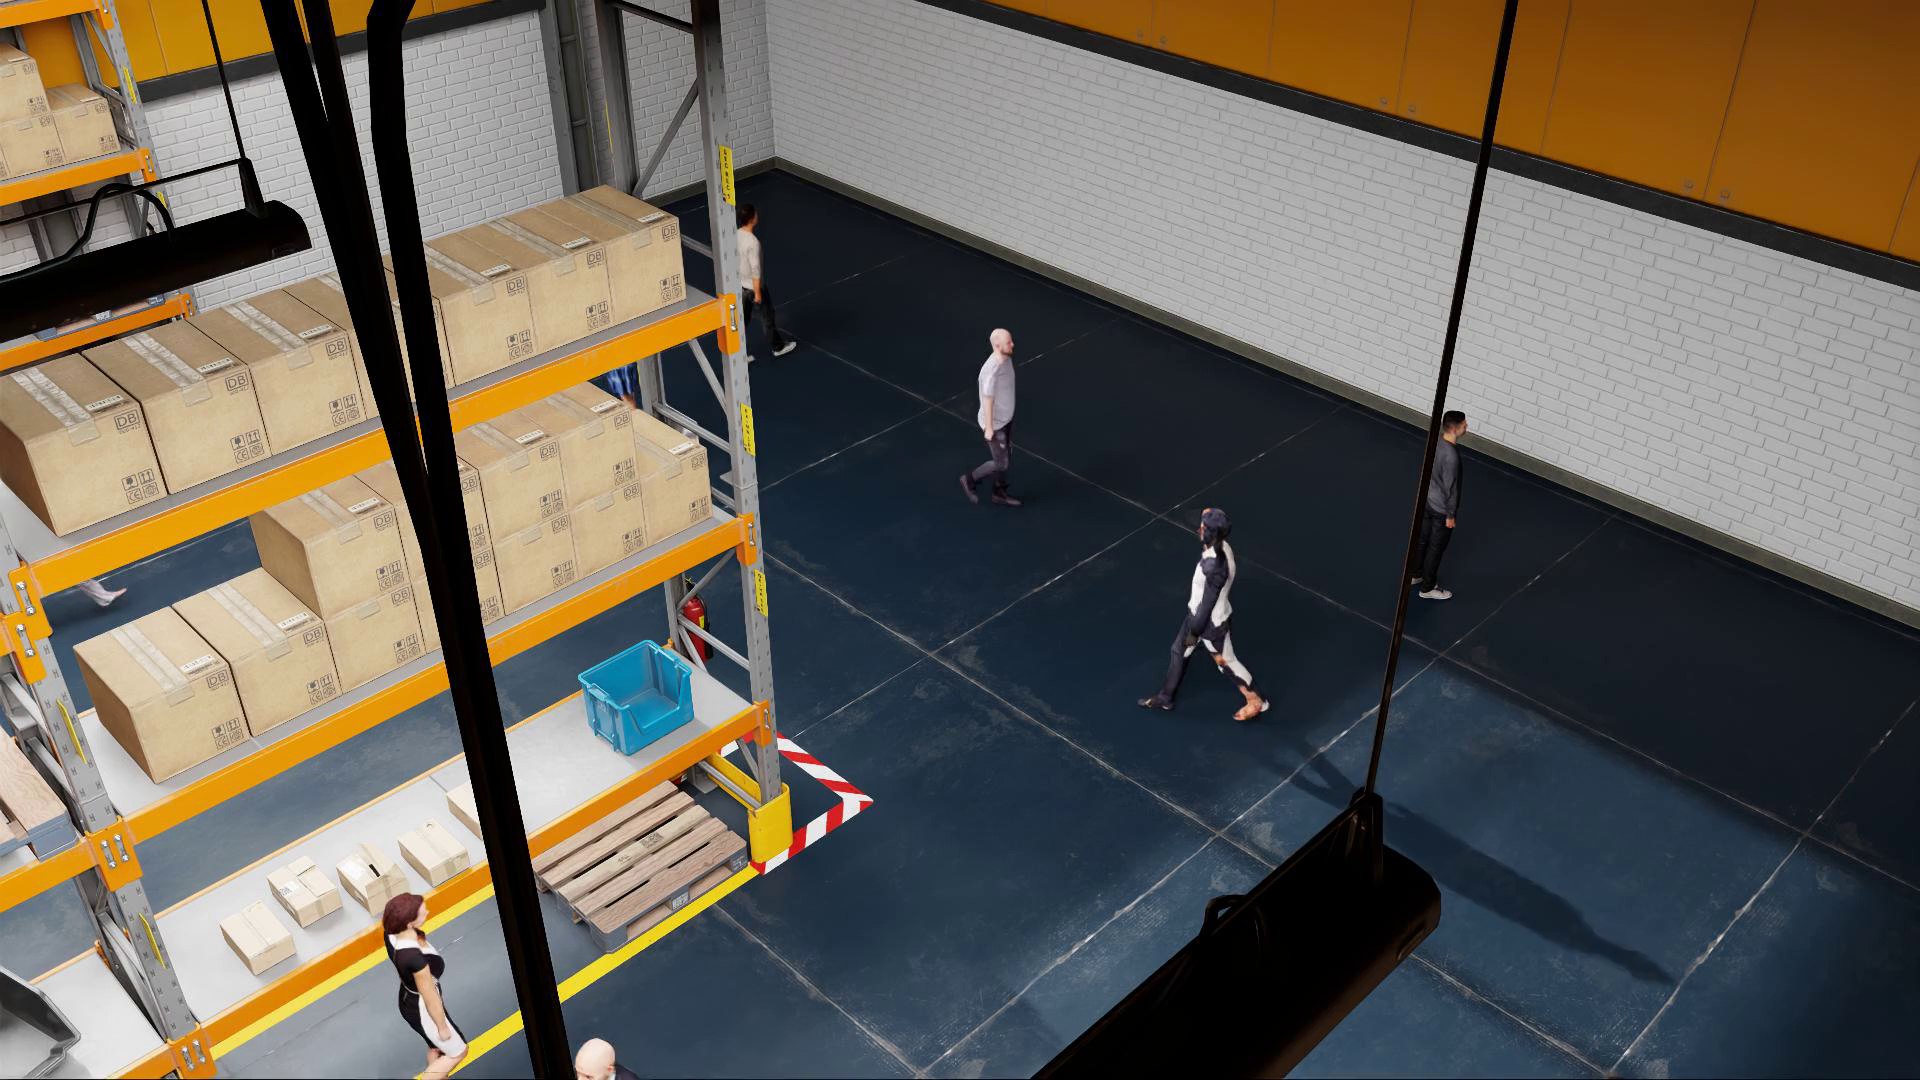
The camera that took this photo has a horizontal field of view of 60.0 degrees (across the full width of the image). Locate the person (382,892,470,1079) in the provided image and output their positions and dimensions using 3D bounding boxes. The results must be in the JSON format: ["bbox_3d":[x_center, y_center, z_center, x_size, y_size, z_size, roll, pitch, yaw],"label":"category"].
[{"bbox_3d":[-3.107,2.743,9.469,0.757,1.784,0.629,-27,42,-34],"label":"person"}]

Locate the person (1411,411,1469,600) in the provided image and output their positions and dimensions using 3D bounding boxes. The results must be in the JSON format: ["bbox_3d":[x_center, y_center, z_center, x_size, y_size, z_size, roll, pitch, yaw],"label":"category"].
[{"bbox_3d":[4.064,-0.313,14.087,0.725,1.761,0.703,-6,34,-9],"label":"person"}]

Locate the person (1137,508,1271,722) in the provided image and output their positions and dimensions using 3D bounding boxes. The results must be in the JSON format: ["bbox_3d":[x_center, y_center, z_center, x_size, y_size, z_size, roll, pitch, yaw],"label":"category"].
[{"bbox_3d":[1.995,0.634,12.588,1.288,1.842,1.210,-1,34,-1],"label":"person"}]

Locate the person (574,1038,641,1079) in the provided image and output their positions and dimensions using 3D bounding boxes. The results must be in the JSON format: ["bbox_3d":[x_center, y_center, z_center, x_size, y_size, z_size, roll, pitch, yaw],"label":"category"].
[{"bbox_3d":[-1.720,3.208,8.792,0.940,1.759,1.258,16,37,23],"label":"person"}]

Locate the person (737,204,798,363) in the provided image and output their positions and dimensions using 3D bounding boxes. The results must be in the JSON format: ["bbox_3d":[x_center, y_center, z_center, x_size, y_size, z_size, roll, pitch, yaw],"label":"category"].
[{"bbox_3d":[-2.299,-2.660,17.594,1.016,1.788,0.765,-24,41,-32],"label":"person"}]

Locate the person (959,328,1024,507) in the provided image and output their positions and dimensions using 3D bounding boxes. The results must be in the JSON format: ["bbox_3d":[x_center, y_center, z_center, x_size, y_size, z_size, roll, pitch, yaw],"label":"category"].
[{"bbox_3d":[0.265,-1.106,15.225,0.903,1.823,0.881,13,36,19],"label":"person"}]
